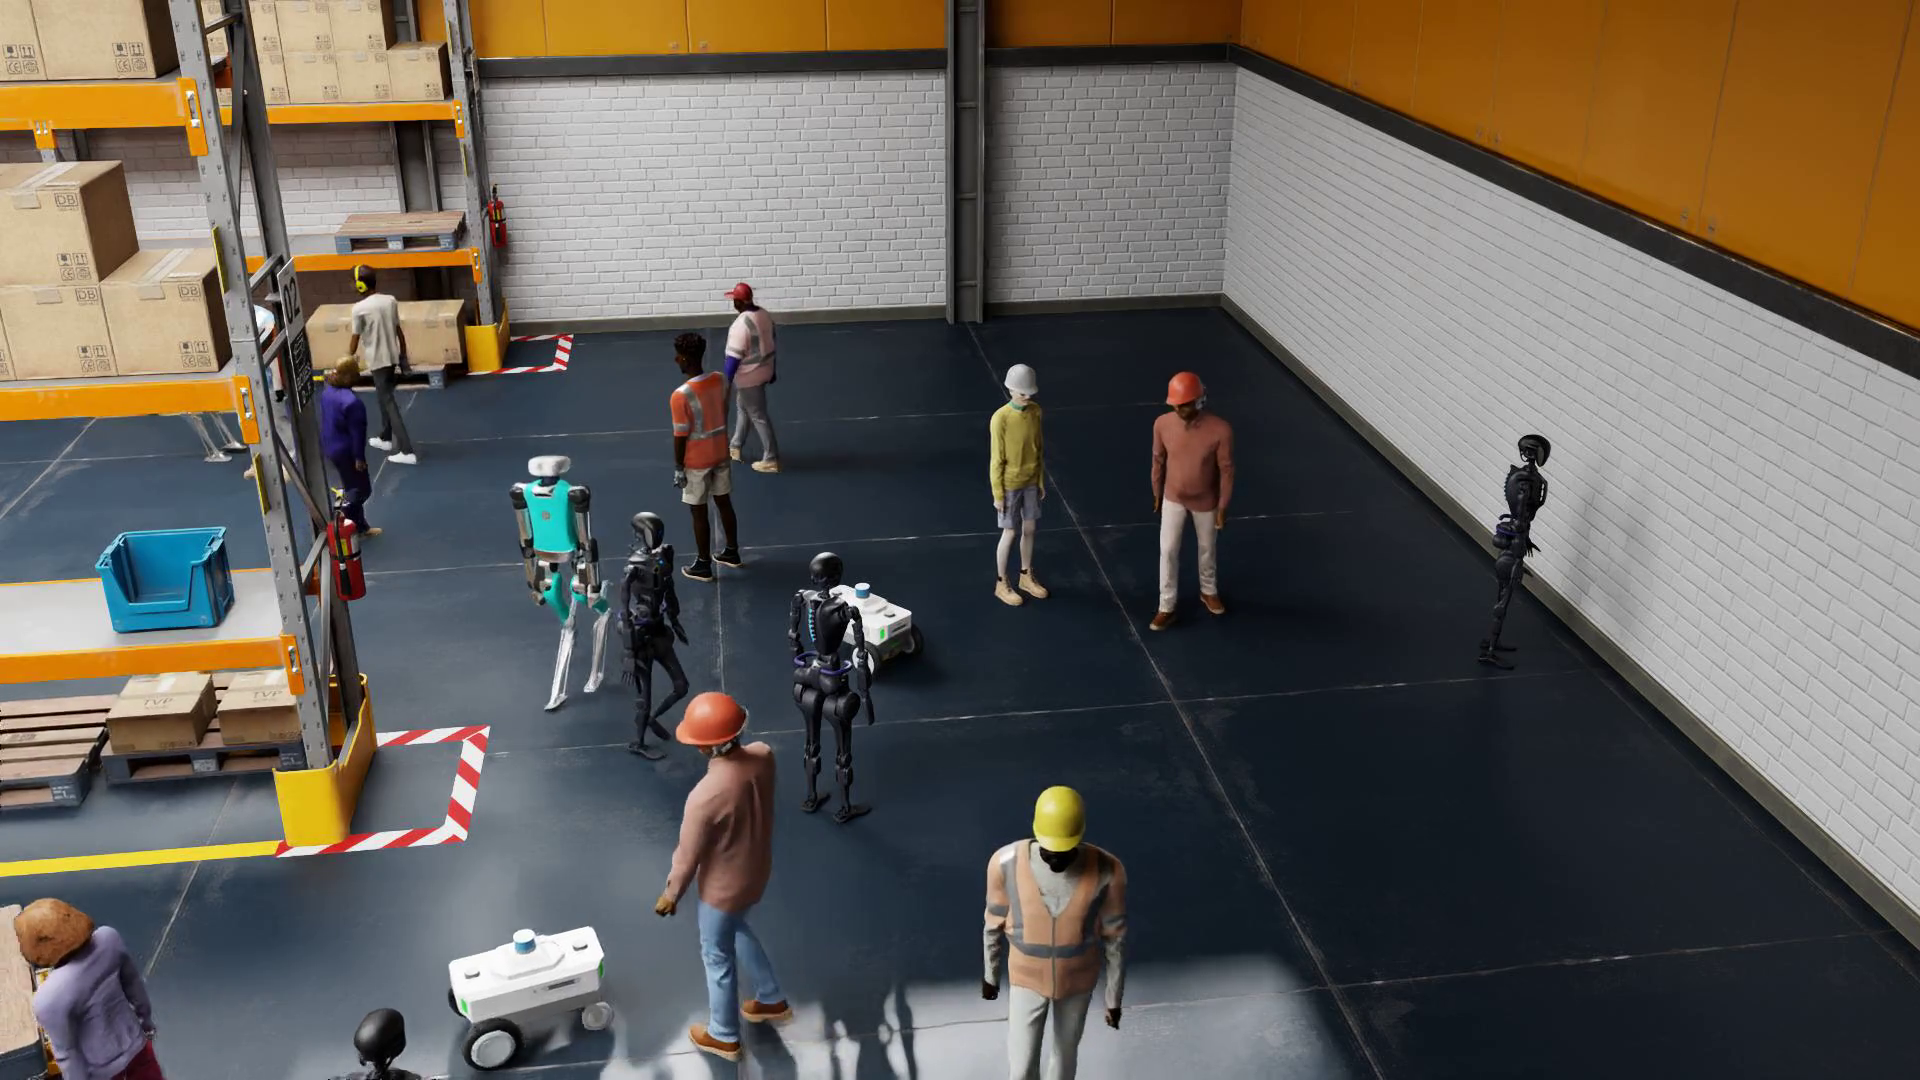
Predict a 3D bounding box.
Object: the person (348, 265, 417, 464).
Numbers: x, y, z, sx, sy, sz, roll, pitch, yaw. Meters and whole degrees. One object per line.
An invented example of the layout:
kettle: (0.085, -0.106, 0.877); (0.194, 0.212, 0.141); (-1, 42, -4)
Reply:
person: (-5.333, -1.595, 15.087); (0.809, 1.834, 0.501); (10, 26, 21)

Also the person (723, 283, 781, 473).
person: (-1.973, -1.459, 14.903); (0.831, 1.716, 0.635); (9, 25, 20)

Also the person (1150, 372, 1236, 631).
person: (1.688, -0.320, 12.053); (0.631, 1.949, 0.727); (9, 25, 20)

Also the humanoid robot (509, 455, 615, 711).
humanoid robot: (-2.579, 0.228, 11.069); (0.550, 1.800, 0.779); (5, 24, 10)

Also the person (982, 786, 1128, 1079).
person: (0.400, 1.881, 7.063); (0.616, 1.909, 0.471); (1, 24, 2)

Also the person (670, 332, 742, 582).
person: (-1.977, -0.647, 12.780); (0.381, 1.957, 0.601); (16, 28, 32)

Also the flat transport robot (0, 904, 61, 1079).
flat transport robot: (-4.878, 2.442, 7.832); (1.431, 0.231, 0.659); (-14, 27, -28)

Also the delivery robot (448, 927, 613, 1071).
delivery robot: (-2.111, 2.179, 8.092); (0.806, 0.608, 0.499); (-10, 26, -22)

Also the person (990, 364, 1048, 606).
person: (0.425, -0.421, 12.359); (0.492, 1.879, 0.412); (-18, 30, -36)

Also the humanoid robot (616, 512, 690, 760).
humanoid robot: (-1.934, 0.589, 10.291); (0.367, 1.646, 0.608); (10, 26, 21)

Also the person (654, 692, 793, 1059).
person: (-1.105, 1.558, 7.735); (0.485, 1.976, 0.636); (10, 26, 22)

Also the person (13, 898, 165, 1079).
person: (-3.429, 2.142, 6.848); (0.551, 1.606, 0.525); (4, 24, 9)

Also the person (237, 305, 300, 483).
person: (-6.174, -1.384, 14.606); (0.625, 1.835, 0.431); (8, 25, 17)

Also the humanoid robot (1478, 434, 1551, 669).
humanoid robot: (3.854, 0.050, 11.512); (0.315, 1.657, 0.599); (10, 26, 21)

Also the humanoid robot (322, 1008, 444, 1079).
humanoid robot: (-2.086, 2.467, 6.055); (0.614, 1.637, 0.670); (-1, 24, -1)

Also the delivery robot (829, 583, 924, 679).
delivery robot: (-0.661, 0.608, 11.680); (0.811, 0.613, 0.499); (20, 30, 37)

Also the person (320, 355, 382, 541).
person: (-4.935, -0.692, 13.322); (0.459, 1.596, 0.599); (20, 31, 38)

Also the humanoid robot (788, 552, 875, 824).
humanoid robot: (-0.774, 0.843, 9.707); (0.599, 1.657, 0.315); (16, 28, 31)

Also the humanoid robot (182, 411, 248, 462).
humanoid robot: (-6.912, -1.589, 15.147); (0.677, 1.762, 0.537); (7, 25, 15)
